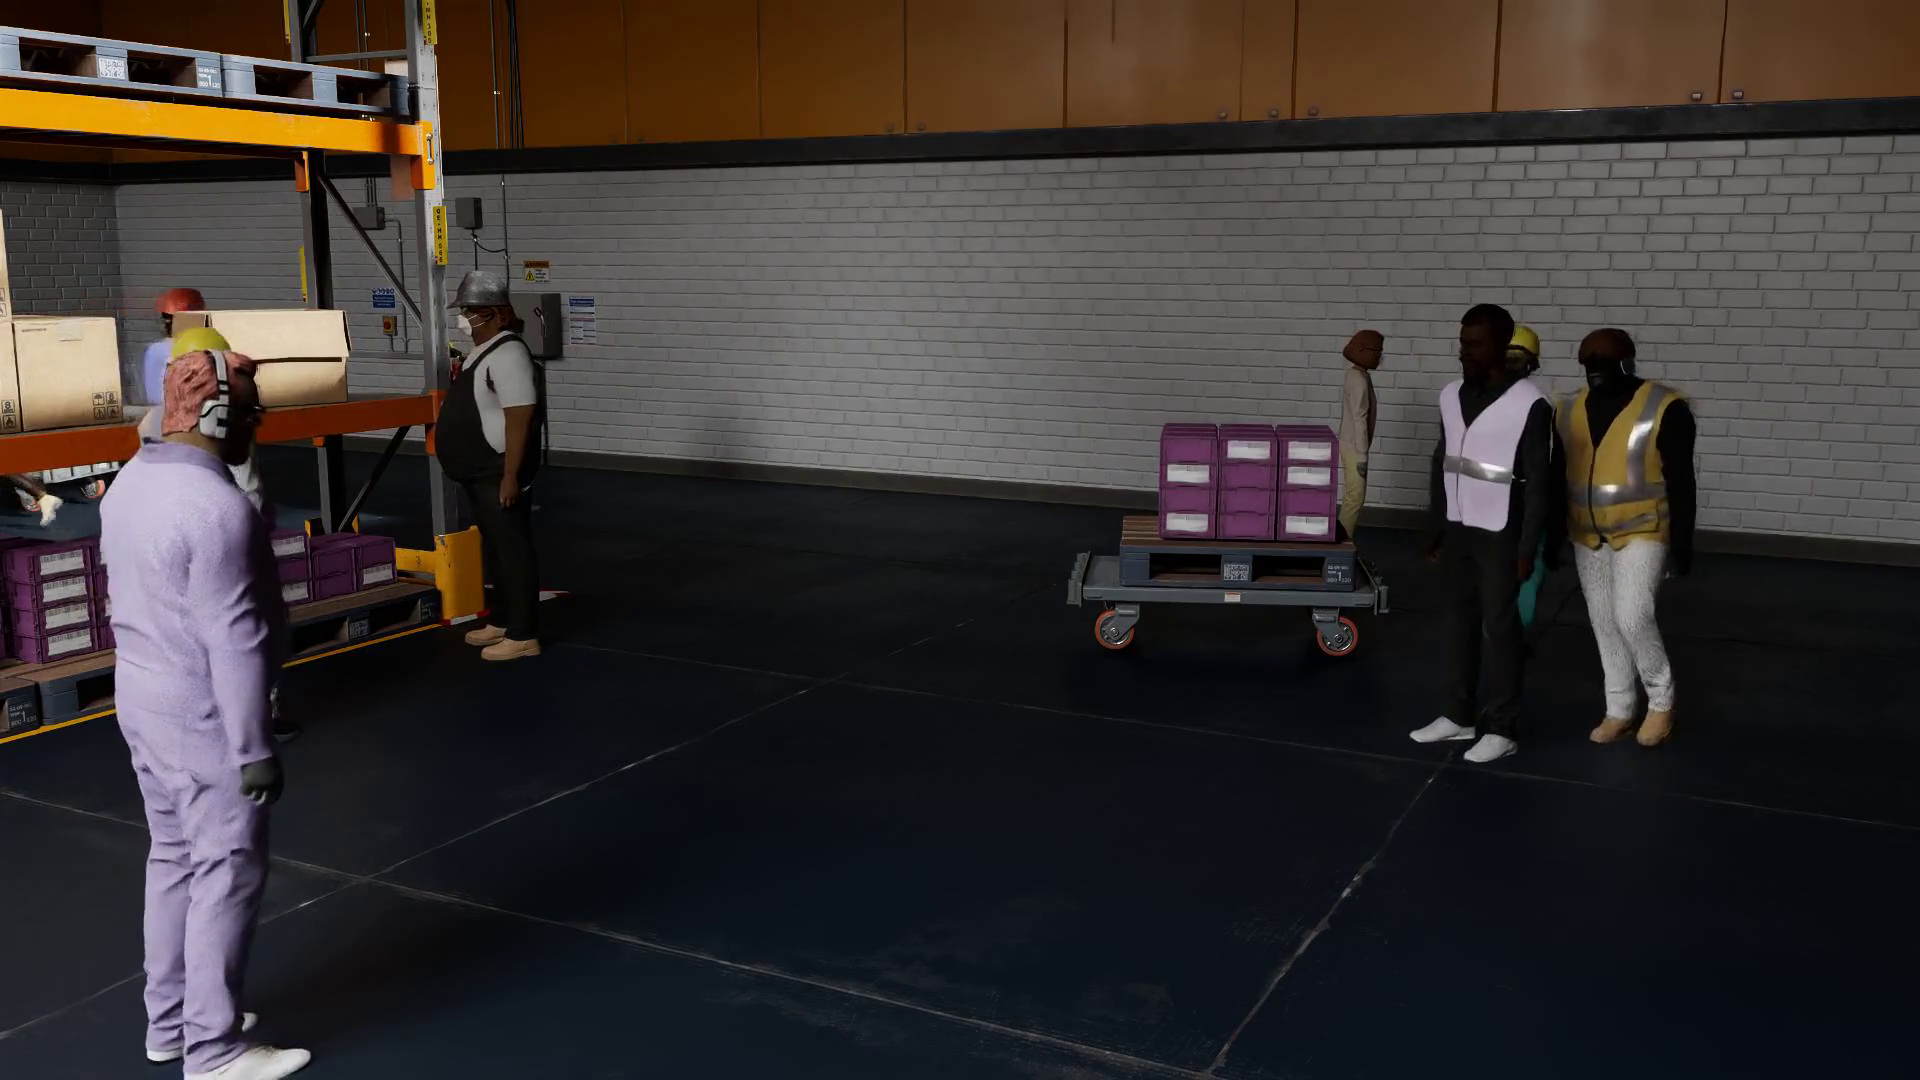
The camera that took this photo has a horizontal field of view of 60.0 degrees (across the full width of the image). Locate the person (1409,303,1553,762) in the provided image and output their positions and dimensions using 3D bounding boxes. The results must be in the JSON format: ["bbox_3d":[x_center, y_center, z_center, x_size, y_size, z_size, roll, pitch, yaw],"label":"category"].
[{"bbox_3d":[2.224,-0.034,7.029,0.372,1.916,0.597,-5,11,-26],"label":"person"}]

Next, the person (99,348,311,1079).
[{"bbox_3d":[-1.927,0.461,4.265,0.649,1.890,0.399,9,13,43],"label":"person"}]

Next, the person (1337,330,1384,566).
[{"bbox_3d":[2.652,-0.584,11.063,0.291,1.622,0.513,1,10,9],"label":"person"}]

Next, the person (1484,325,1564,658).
[{"bbox_3d":[2.872,-0.230,8.616,0.540,1.749,0.366,7,12,33],"label":"person"}]

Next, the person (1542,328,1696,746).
[{"bbox_3d":[2.851,-0.011,7.238,0.440,1.815,0.658,-7,12,-34],"label":"person"}]

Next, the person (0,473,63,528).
[{"bbox_3d":[-7.211,-0.850,12.430,0.724,1.677,0.526,-4,11,-23],"label":"person"}]

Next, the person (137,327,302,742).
[{"bbox_3d":[-3.114,0.010,7.065,0.623,1.810,0.613,4,11,23],"label":"person"}]

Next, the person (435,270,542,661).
[{"bbox_3d":[-2.479,-0.393,8.753,0.535,2.000,0.684,-5,11,-26],"label":"person"}]

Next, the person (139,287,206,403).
[{"bbox_3d":[-4.741,-0.575,10.182,0.561,1.911,0.415,6,11,29],"label":"person"}]

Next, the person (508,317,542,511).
[{"bbox_3d":[-3.697,-1.015,13.551,0.529,1.622,0.464,7,12,35],"label":"person"}]
